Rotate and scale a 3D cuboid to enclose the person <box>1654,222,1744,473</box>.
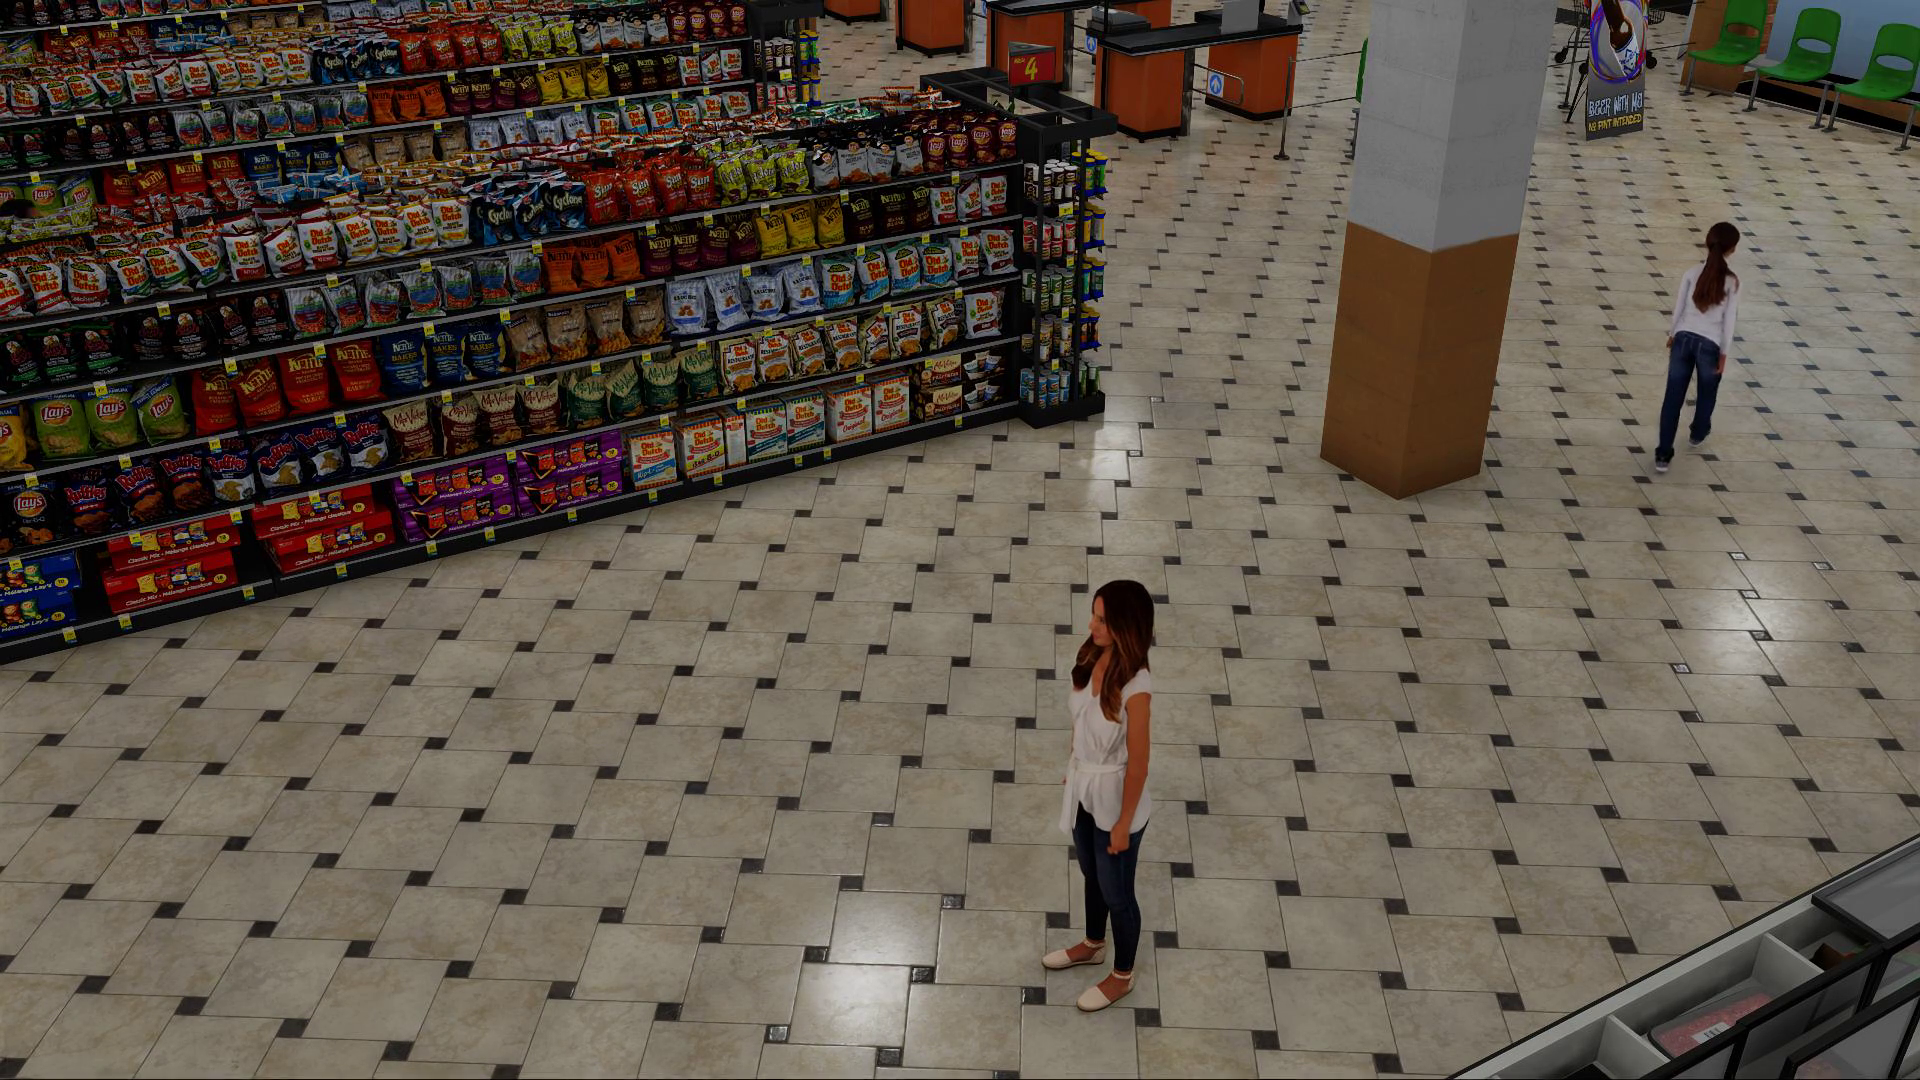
[{"bbox_3d":[4.443,-1.130,10.080,0.817,1.527,1.020,16,32,27],"label":"person"}]

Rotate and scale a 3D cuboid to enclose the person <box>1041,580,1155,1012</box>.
[{"bbox_3d":[0.547,0.930,6.038,0.549,1.785,0.603,-12,31,-21],"label":"person"}]
